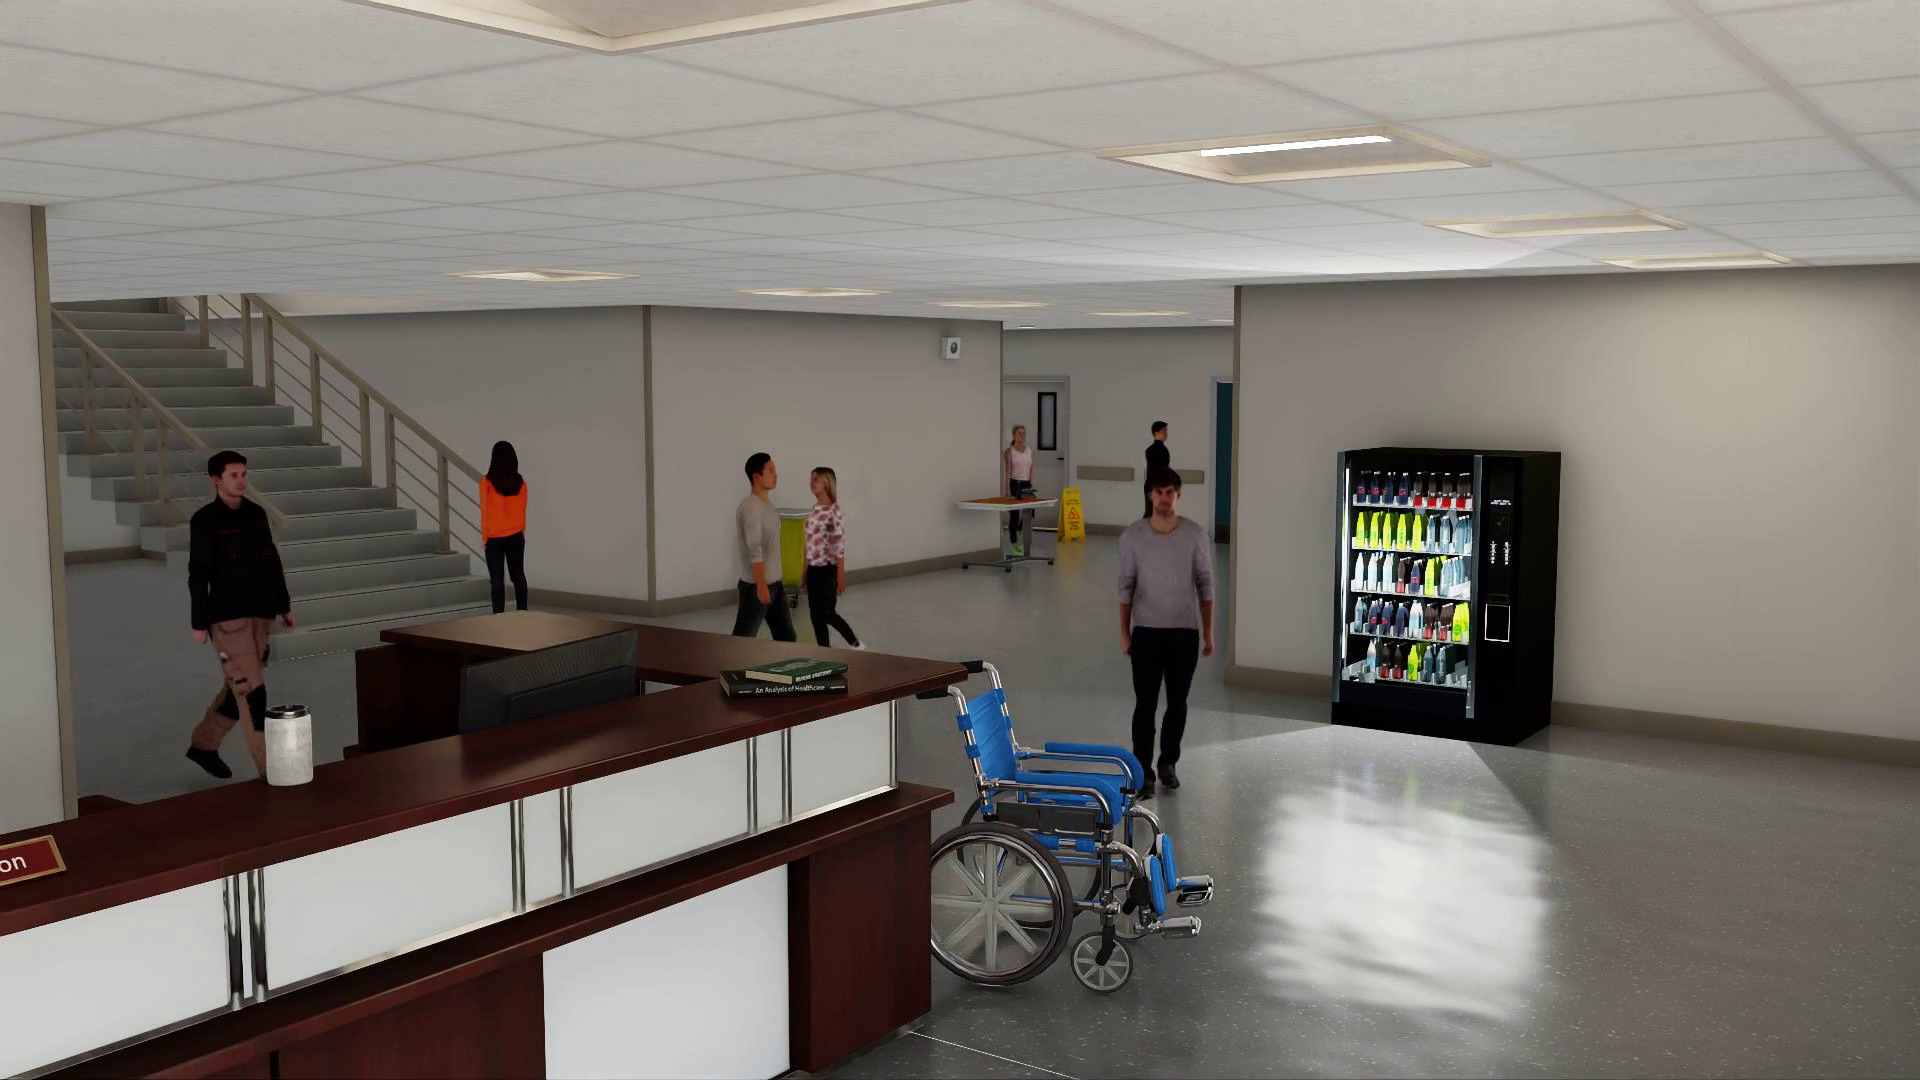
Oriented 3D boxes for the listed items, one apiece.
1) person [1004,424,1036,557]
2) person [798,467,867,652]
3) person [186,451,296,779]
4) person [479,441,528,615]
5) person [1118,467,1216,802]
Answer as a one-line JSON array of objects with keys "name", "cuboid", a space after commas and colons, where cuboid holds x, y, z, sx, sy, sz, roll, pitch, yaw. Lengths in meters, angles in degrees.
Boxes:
[{"name": "person", "cuboid": [0.698, -0.632, 21.279, 0.736, 1.693, 0.791, -4, 7, -33]}, {"name": "person", "cuboid": [-0.982, 0.248, 12.909, 0.762, 1.617, 0.758, -4, 7, -36]}, {"name": "person", "cuboid": [-4.101, 0.469, 9.361, 1.292, 1.888, 0.888, 2, 6, 21]}, {"name": "person", "cuboid": [-4.085, -0.020, 14.916, 0.594, 1.748, 0.650, 5, 8, 43]}, {"name": "person", "cuboid": [1.139, 0.514, 9.286, 1.066, 1.813, 1.071, 0, 6, -2]}]
